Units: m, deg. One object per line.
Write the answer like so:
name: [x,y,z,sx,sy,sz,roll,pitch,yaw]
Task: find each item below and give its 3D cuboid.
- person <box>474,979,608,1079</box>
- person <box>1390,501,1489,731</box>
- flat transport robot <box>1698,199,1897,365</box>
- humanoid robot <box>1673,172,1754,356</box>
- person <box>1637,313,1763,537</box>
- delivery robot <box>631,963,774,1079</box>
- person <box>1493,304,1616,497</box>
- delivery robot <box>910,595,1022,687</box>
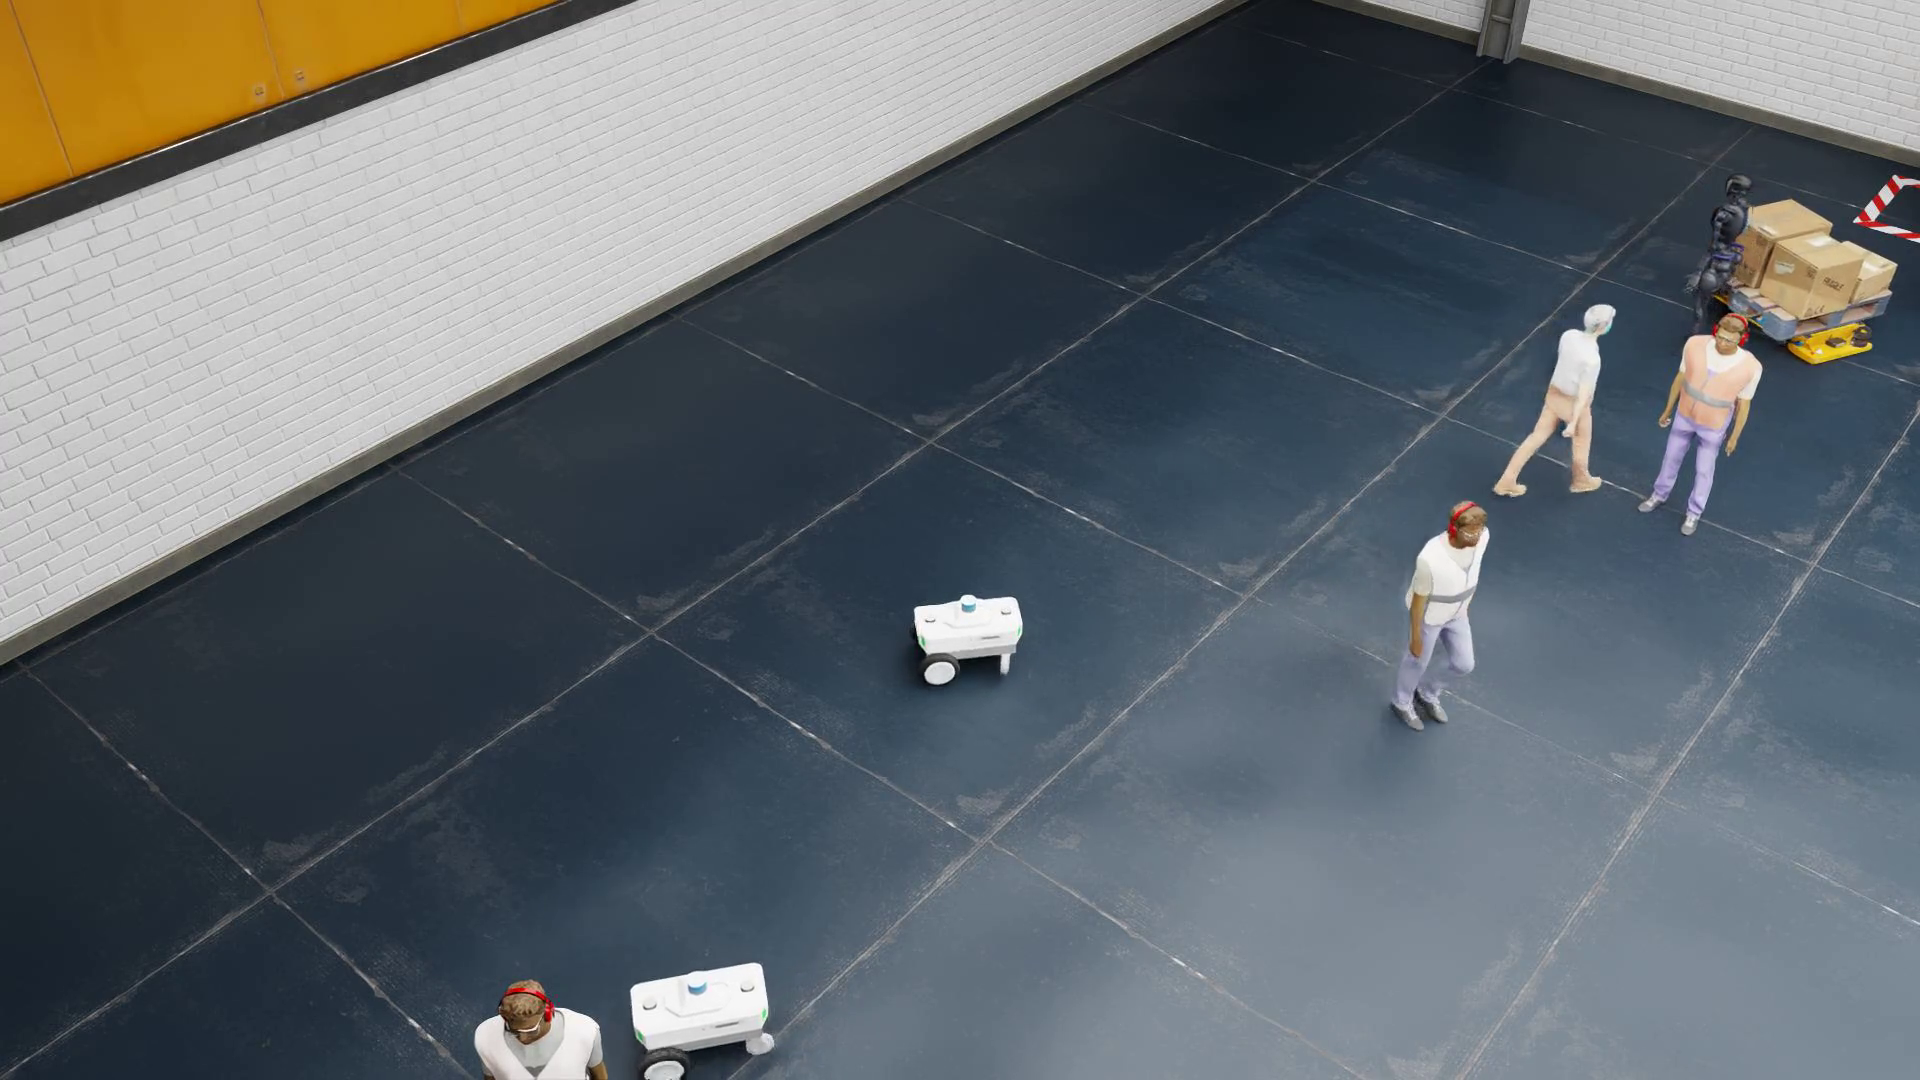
person: [-1.895,2.642,7.750,0.566,1.846,0.390,-4,39,-5]
person: [3.022,0.496,10.428,0.588,1.826,0.505,-23,44,-26]
flat transport robot: [7.349,-2.046,14.826,0.659,0.231,1.431,-14,41,-17]
humanoid robot: [6.374,-2.304,14.024,0.605,1.648,0.346,-31,48,-33]
person: [5.426,-0.877,12.137,0.394,1.831,0.567,-29,47,-31]
delivery robot: [-1.402,2.541,8.911,0.801,0.602,0.499,-8,40,-10]
person: [4.535,-1.033,12.431,0.897,1.702,0.456,-13,41,-15]
delivery robot: [0.042,0.636,11.264,0.741,0.587,0.525,-6,39,-7]
